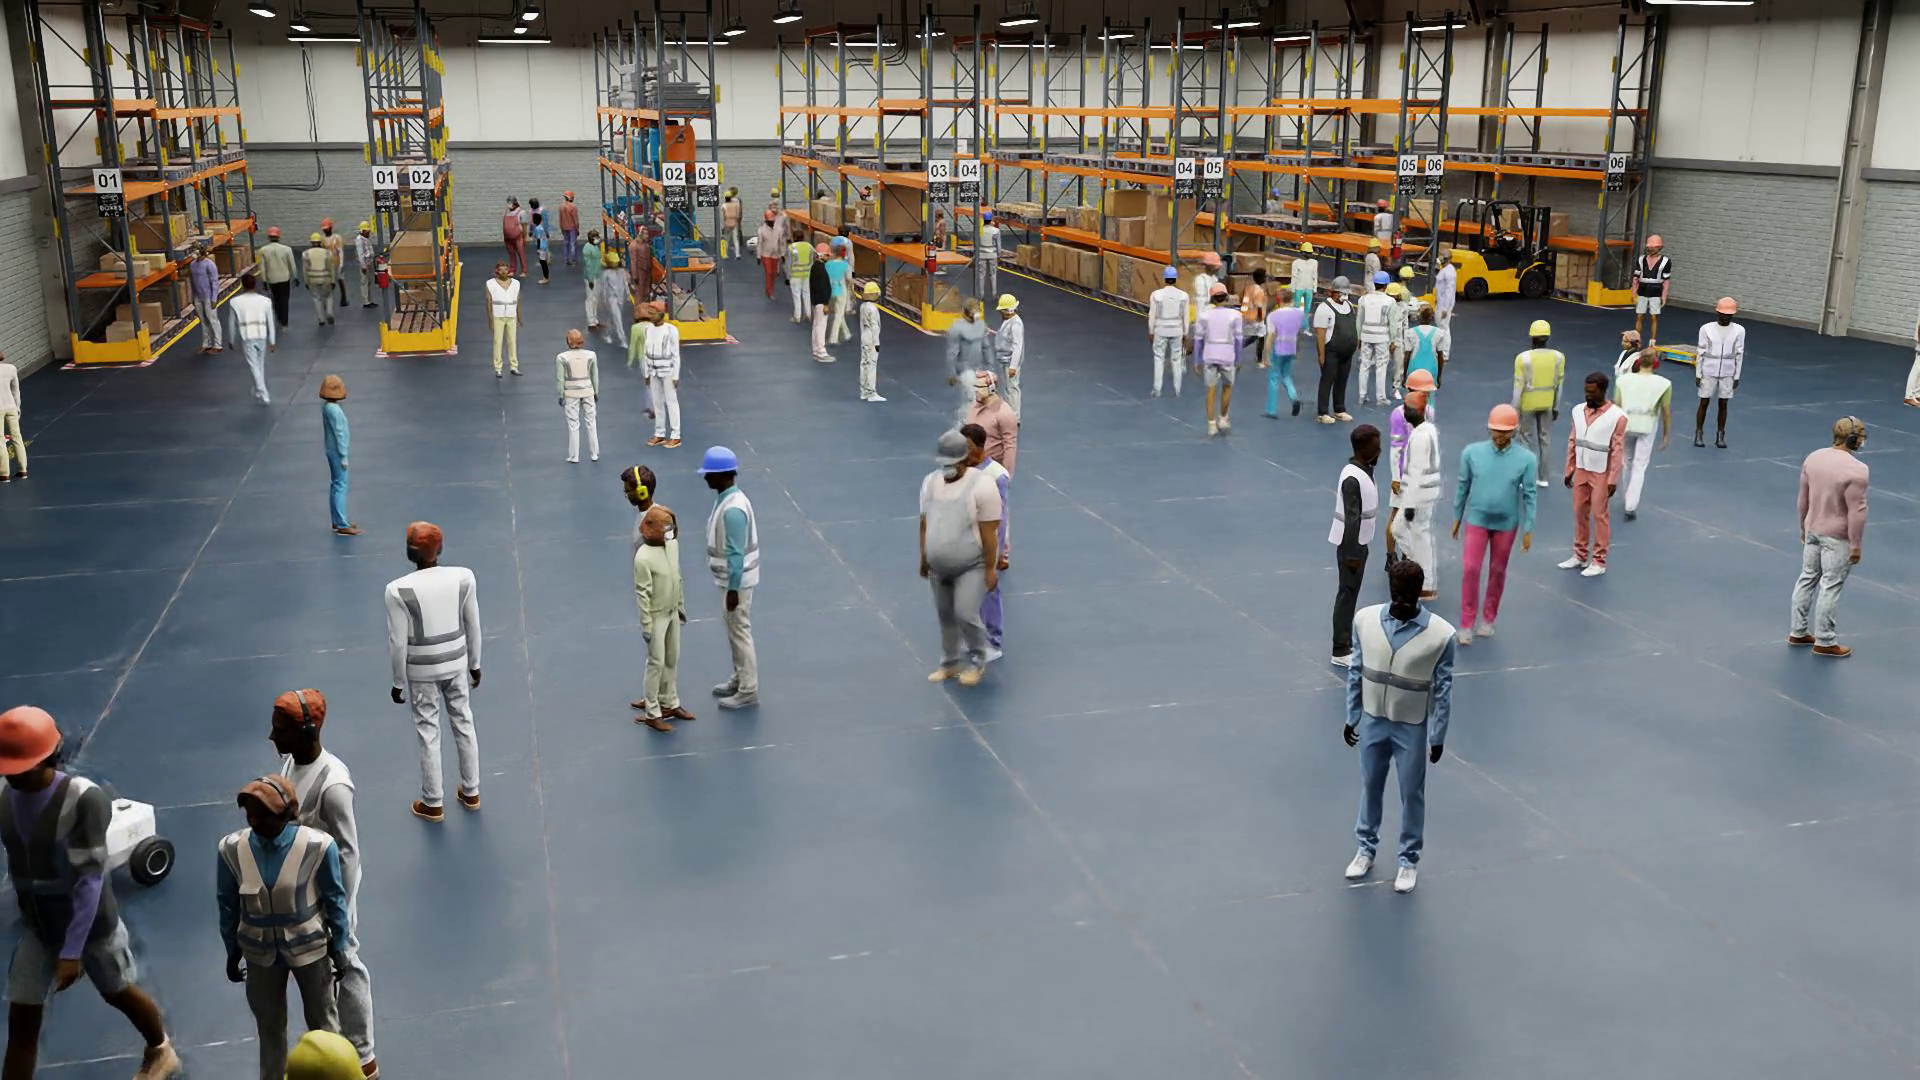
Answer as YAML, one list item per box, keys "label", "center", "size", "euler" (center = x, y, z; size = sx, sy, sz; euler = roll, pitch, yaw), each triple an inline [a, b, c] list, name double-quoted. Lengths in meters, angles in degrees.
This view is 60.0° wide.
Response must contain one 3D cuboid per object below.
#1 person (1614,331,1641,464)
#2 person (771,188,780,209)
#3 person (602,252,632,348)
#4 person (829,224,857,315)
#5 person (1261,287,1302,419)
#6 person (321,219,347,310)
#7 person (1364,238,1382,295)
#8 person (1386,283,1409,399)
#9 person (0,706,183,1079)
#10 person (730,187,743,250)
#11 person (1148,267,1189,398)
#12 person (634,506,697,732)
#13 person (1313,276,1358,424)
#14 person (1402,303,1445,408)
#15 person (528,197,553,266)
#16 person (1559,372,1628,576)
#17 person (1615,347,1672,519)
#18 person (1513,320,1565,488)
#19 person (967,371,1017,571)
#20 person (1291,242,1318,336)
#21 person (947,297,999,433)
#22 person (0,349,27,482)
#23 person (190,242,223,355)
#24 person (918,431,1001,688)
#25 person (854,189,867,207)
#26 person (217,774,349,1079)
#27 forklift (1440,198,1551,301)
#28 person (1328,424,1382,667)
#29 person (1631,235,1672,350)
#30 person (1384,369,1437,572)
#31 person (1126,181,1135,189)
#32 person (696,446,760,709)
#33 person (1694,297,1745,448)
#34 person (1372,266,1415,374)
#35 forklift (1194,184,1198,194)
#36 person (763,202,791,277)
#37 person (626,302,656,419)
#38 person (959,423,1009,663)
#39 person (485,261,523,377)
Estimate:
- label: "person"
  center: [8.132, -1.739, 20.270]
  size: [0.312, 1.633, 0.515]
  euler: [0, 15, -1]
- label: "person"
  center: [-5.545, -9.717, 50.092]
  size: [0.316, 1.736, 0.486]
  euler: [1, 15, 4]
- label: "person"
  center: [-6.222, -4.324, 29.862]
  size: [0.885, 1.704, 0.490]
  euler: [13, 20, 40]
- label: "person"
  center: [-2.398, -5.582, 34.322]
  size: [0.632, 1.842, 0.429]
  euler: [13, 20, 41]
- label: "person"
  center: [4.480, -2.561, 22.984]
  size: [0.629, 1.825, 0.546]
  euler: [-7, 16, -23]
- label: "person"
  center: [-13.320, -5.868, 35.325]
  size: [0.545, 1.895, 0.974]
  euler: [-1, 15, -2]
- label: "person"
  center: [7.966, -4.945, 32.111]
  size: [0.290, 1.746, 0.487]
  euler: [-2, 15, -9]
- label: "person"
  center: [6.372, -2.940, 24.596]
  size: [0.494, 1.729, 0.324]
  euler: [1, 15, 3]
- label: "person"
  center: [-3.800, 1.617, 7.002]
  size: [0.598, 1.974, 1.050]
  euler: [4, 15, 14]
- label: "person"
  center: [-6.590, -9.470, 48.967]
  size: [0.348, 1.839, 0.503]
  euler: [3, 15, 10]
- label: "person"
  center: [3.100, -3.095, 24.786]
  size: [0.607, 1.937, 0.422]
  euler: [-2, 15, -7]
- label: "person"
  center: [-2.090, 0.545, 11.689]
  size: [0.293, 1.623, 0.507]
  euler: [6, 16, 21]
- label: "person"
  center: [5.173, -2.618, 22.788]
  size: [0.689, 2.000, 0.535]
  euler: [-12, 19, -37]
- label: "person"
  center: [5.880, -2.090, 21.177]
  size: [0.508, 1.846, 0.345]
  euler: [2, 15, 7]
- label: "person"
  center: [-11.185, -8.236, 44.391]
  size: [0.640, 1.806, 0.652]
  euler: [12, 19, 37]
- label: "person"
  center: [5.927, -0.626, 15.556]
  size: [0.405, 1.909, 0.599]
  euler: [-8, 17, -27]
- label: "person"
  center: [7.249, -1.155, 17.766]
  size: [0.574, 1.793, 0.993]
  euler: [10, 18, 32]
- label: "person"
  center: [6.563, -1.547, 18.980]
  size: [0.593, 1.922, 0.386]
  euler: [-2, 15, -7]
- label: "person"
  center: [0.249, -0.643, 15.615]
  size: [0.399, 1.908, 0.643]
  euler: [-10, 18, -34]
- label: "person"
  center: [6.444, -4.688, 31.127]
  size: [0.526, 1.760, 0.344]
  euler: [-4, 15, -15]
- label: "person"
  center: [0.205, -2.128, 21.181]
  size: [0.745, 1.910, 0.634]
  euler: [10, 18, 33]
- label: "person"
  center: [-11.142, -1.489, 19.315]
  size: [0.286, 1.636, 0.500]
  euler: [7, 17, 26]
- label: "person"
  center: [-13.131, -4.195, 28.919]
  size: [0.630, 1.940, 0.371]
  euler: [8, 17, 27]
- label: "person"
  center: [-0.020, 0.131, 12.443]
  size: [0.754, 2.000, 0.555]
  euler: [11, 19, 36]
- label: "person"
  center: [-2.658, -8.727, 45.998]
  size: [0.543, 1.929, 0.387]
  euler: [-3, 15, -12]
- label: "person"
  center: [-2.864, 1.762, 7.081]
  size: [0.523, 1.636, 0.310]
  euler: [-1, 15, -4]
- label: "forklift"
  center: [11.913, -6.508, 37.130]
  size: [2.313, 2.155, 1.214]
  euler: [-4, 15, -15]
- label: "person"
  center: [3.091, 0.037, 13.035]
  size: [0.393, 1.918, 0.591]
  euler: [5, 16, 18]
- label: "person"
  center: [12.078, -4.307, 29.140]
  size: [0.615, 2.043, 0.373]
  euler: [11, 18, 35]
- label: "person"
  center: [4.232, -0.634, 15.519]
  size: [0.543, 1.939, 0.360]
  euler: [-10, 18, -34]
- label: "person"
  center: [5.589, -10.966, 54.528]
  size: [0.321, 1.873, 0.532]
  euler: [3, 15, 11]
- label: "person"
  center: [-1.674, 0.267, 12.135]
  size: [0.426, 1.938, 0.625]
  euler: [-4, 15, -14]
- label: "person"
  center: [9.647, -2.126, 21.155]
  size: [0.544, 1.930, 0.388]
  euler: [4, 15, 15]
- label: "person"
  center: [7.034, -3.546, 26.846]
  size: [0.648, 1.749, 0.530]
  euler: [-1, 15, -5]
- label: "forklift"
  center: [7.392, -11.333, 53.972]
  size: [1.873, 2.768, 1.129]
  euler: [-4, 15, -15]
- label: "person"
  center: [-4.567, -7.492, 41.510]
  size: [0.673, 1.845, 0.754]
  euler: [-1, 15, -3]
- label: "person"
  center: [-4.401, -2.491, 23.118]
  size: [0.631, 1.609, 0.515]
  euler: [10, 18, 34]
- label: "person"
  center: [0.153, 0.009, 13.167]
  size: [0.409, 1.908, 0.595]
  euler: [-13, 20, -40]
- label: "person"
  center: [-7.296, -3.541, 26.647]
  size: [0.563, 1.839, 0.388]
  euler: [-10, 18, -32]
